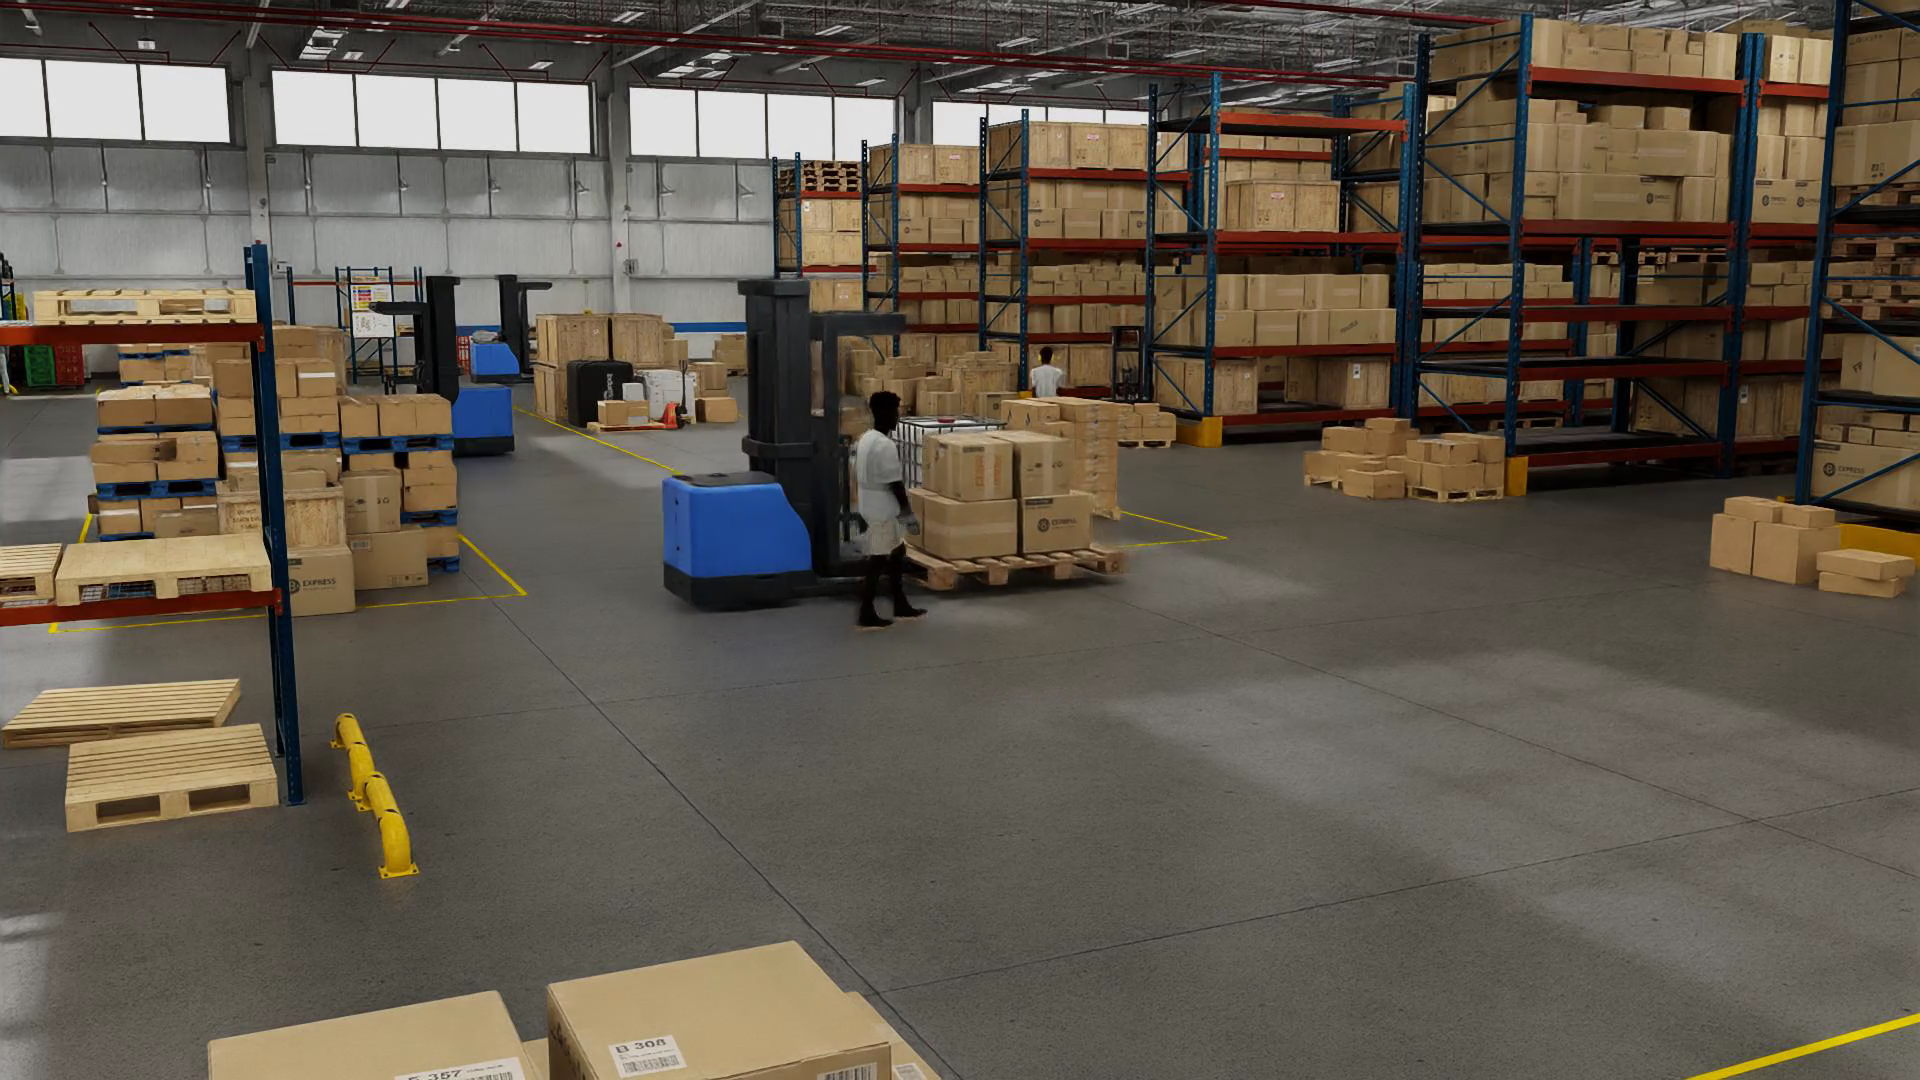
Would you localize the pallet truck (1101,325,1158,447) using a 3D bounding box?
[{"bbox_3d":[2.881,-2.596,27.923,0.823,1.965,1.885,-1,9,-7],"label":"pallet truck"}]

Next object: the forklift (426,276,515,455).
[{"bbox_3d":[-8.069,-2.737,26.069,1.873,2.768,1.129,-4,10,-25],"label":"forklift"}]

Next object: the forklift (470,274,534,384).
[{"bbox_3d":[-11.480,-5.359,42.337,1.873,2.768,1.129,-4,10,-25],"label":"forklift"}]

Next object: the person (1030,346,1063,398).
[{"bbox_3d":[1.279,-1.922,24.285,0.535,1.830,0.964,-1,9,-9],"label":"person"}]

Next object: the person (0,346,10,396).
[{"bbox_3d":[-22.365,-4.276,38.547,0.627,1.935,0.371,-9,13,-43],"label":"person"}]

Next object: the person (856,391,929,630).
[{"bbox_3d":[-0.502,-0.235,13.442,0.743,1.943,0.616,-3,10,-16],"label":"person"}]

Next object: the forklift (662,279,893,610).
[{"bbox_3d":[-1.618,-0.897,14.654,1.873,2.768,1.129,-4,10,-25],"label":"forklift"}]
